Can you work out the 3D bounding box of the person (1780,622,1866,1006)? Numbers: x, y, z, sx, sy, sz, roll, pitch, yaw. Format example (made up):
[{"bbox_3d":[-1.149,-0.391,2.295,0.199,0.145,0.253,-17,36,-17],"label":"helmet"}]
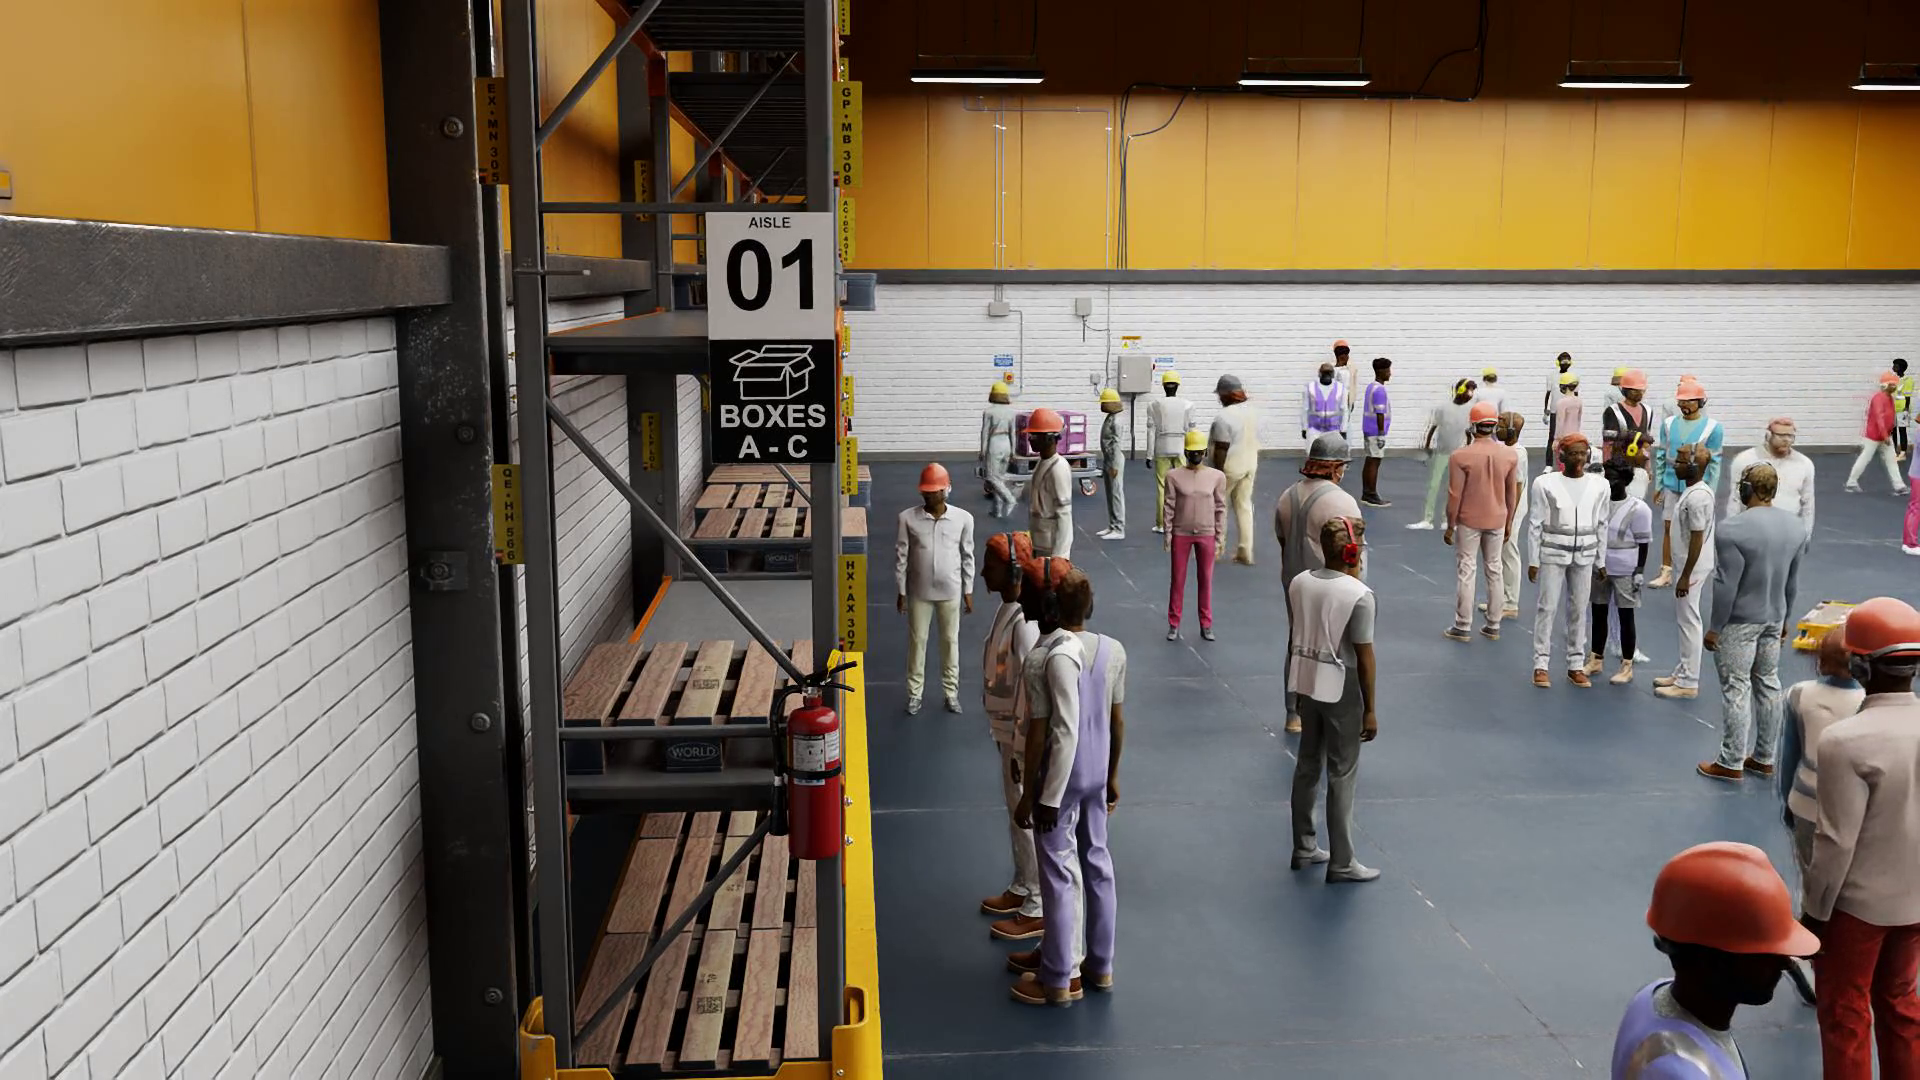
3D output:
[{"bbox_3d":[3.584,1.140,6.837,0.452,1.623,0.535,-5,10,-26],"label":"person"}]

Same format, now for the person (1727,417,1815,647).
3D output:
[{"bbox_3d":[6.657,-0.077,13.669,0.664,1.887,0.464,2,9,11],"label":"person"}]

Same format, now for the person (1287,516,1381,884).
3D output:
[{"bbox_3d":[1.856,0.795,8.333,0.389,1.846,0.565,-6,11,-31],"label":"person"}]

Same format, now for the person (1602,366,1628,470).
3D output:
[{"bbox_3d":[9.459,-1.628,23.906,0.487,1.738,0.318,0,9,1],"label":"person"}]

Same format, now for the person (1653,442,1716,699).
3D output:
[{"bbox_3d":[5.222,0.220,11.951,0.344,1.846,0.506,4,10,22],"label":"person"}]

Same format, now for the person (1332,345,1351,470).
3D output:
[{"bbox_3d":[5.899,-2.070,25.993,0.381,1.957,0.603,-4,10,-21],"label":"person"}]

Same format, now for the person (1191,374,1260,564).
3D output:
[{"bbox_3d":[2.841,-0.759,17.484,0.729,2.000,0.668,-8,12,-40],"label":"person"}]

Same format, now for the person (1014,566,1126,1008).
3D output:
[{"bbox_3d":[0.457,1.018,6.936,0.515,1.844,0.329,-6,11,-34],"label":"person"}]

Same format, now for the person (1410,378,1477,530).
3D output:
[{"bbox_3d":[5.716,-0.999,19.669,0.705,1.831,0.378,-1,9,-5],"label":"person"}]

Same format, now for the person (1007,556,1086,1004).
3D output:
[{"bbox_3d":[0.379,0.994,6.973,0.355,1.881,0.574,0,9,1],"label":"person"}]

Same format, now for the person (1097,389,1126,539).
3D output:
[{"bbox_3d":[1.735,-0.876,19.184,0.333,1.736,0.488,-2,9,-10],"label":"person"}]

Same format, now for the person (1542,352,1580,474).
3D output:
[{"bbox_3d":[9.181,-1.937,25.399,0.532,1.876,0.319,3,10,18],"label":"person"}]

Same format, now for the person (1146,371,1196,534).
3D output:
[{"bbox_3d":[2.465,-1.027,19.559,0.589,1.914,0.398,-1,9,-5],"label":"person"}]

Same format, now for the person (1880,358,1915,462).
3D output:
[{"bbox_3d":[15.286,-2.116,27.108,0.321,1.689,0.530,-2,9,-12],"label":"person"}]

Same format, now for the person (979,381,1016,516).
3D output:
[{"bbox_3d":[0.511,-1.118,20.731,0.494,1.723,0.622,-7,11,-36],"label":"person"}]

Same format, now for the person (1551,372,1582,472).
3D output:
[{"bbox_3d":[7.942,-1.315,21.834,0.535,1.767,0.317,-7,11,-38],"label":"person"}]

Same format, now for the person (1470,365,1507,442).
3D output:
[{"bbox_3d":[7.627,-1.650,23.992,0.537,1.741,0.707,0,9,2],"label":"person"}]

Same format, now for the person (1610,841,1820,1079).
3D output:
[{"bbox_3d":[1.465,1.541,3.357,0.368,1.939,0.542,3,10,20],"label":"person"}]

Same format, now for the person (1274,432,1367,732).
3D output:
[{"bbox_3d":[2.391,0.296,10.860,0.535,2.000,0.680,-5,10,-29],"label":"person"}]

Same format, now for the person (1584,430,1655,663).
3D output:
[{"bbox_3d":[5.245,0.012,13.383,0.575,1.813,0.968,-3,9,-16],"label":"person"}]

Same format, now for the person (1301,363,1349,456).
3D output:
[{"bbox_3d":[5.077,-1.553,23.151,0.651,1.822,0.455,1,9,9],"label":"person"}]

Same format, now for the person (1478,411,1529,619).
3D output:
[{"bbox_3d":[4.829,-0.220,14.711,0.345,1.846,0.508,1,9,8],"label":"person"}]

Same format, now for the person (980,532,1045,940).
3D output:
[{"bbox_3d":[0.266,0.889,7.677,0.355,1.874,0.573,-1,9,-7],"label":"person"}]

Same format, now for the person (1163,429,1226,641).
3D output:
[{"bbox_3d":[1.943,-0.037,13.808,0.525,1.769,0.315,0,9,2],"label":"person"}]

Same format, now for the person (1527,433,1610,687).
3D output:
[{"bbox_3d":[4.475,0.152,12.250,0.584,1.884,0.349,0,9,2],"label":"person"}]

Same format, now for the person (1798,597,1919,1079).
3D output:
[{"bbox_3d":[3.000,1.174,5.489,0.625,1.991,0.380,-4,10,-23],"label":"person"}]

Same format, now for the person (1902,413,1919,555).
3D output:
[{"bbox_3d":[10.476,-0.653,18.095,0.284,1.633,0.498,4,10,24],"label":"person"}]

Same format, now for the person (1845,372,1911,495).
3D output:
[{"bbox_3d":[12.739,-1.468,22.975,0.569,1.707,0.884,-7,11,-36],"label":"person"}]

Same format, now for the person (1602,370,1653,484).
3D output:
[{"bbox_3d":[7.070,-0.775,17.576,0.616,2.041,0.377,-3,10,-21],"label":"person"}]

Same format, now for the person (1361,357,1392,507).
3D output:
[{"bbox_3d":[5.489,-1.428,21.914,0.371,1.966,0.608,0,9,0],"label":"person"}]

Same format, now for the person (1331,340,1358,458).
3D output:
[{"bbox_3d":[6.210,-2.273,27.182,0.624,1.984,0.413,-5,10,-30],"label":"person"}]

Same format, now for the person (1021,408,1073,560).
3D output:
[{"bbox_3d":[0.653,0.024,12.559,0.392,2.045,0.608,-2,9,-10],"label":"person"}]

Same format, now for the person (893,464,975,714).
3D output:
[{"bbox_3d":[-0.178,0.342,11.500,0.576,1.746,0.359,-1,9,-5],"label":"person"}]

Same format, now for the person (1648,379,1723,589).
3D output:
[{"bbox_3d":[6.944,-0.513,15.928,0.377,2.045,0.605,-9,13,-43],"label":"person"}]

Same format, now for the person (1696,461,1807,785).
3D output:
[{"bbox_3d":[4.722,0.492,9.943,0.635,1.938,0.359,-3,10,-21],"label":"person"}]

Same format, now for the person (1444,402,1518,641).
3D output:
[{"bbox_3d":[4.309,-0.150,13.799,0.612,1.995,0.376,-2,9,-11],"label":"person"}]

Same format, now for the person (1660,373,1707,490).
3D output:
[{"bbox_3d":[9.498,-1.311,21.844,0.575,1.749,0.335,6,11,35],"label":"person"}]

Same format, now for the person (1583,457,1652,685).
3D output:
[{"bbox_3d":[4.863,0.226,12.371,0.319,1.695,0.538,-6,11,-33],"label":"person"}]
